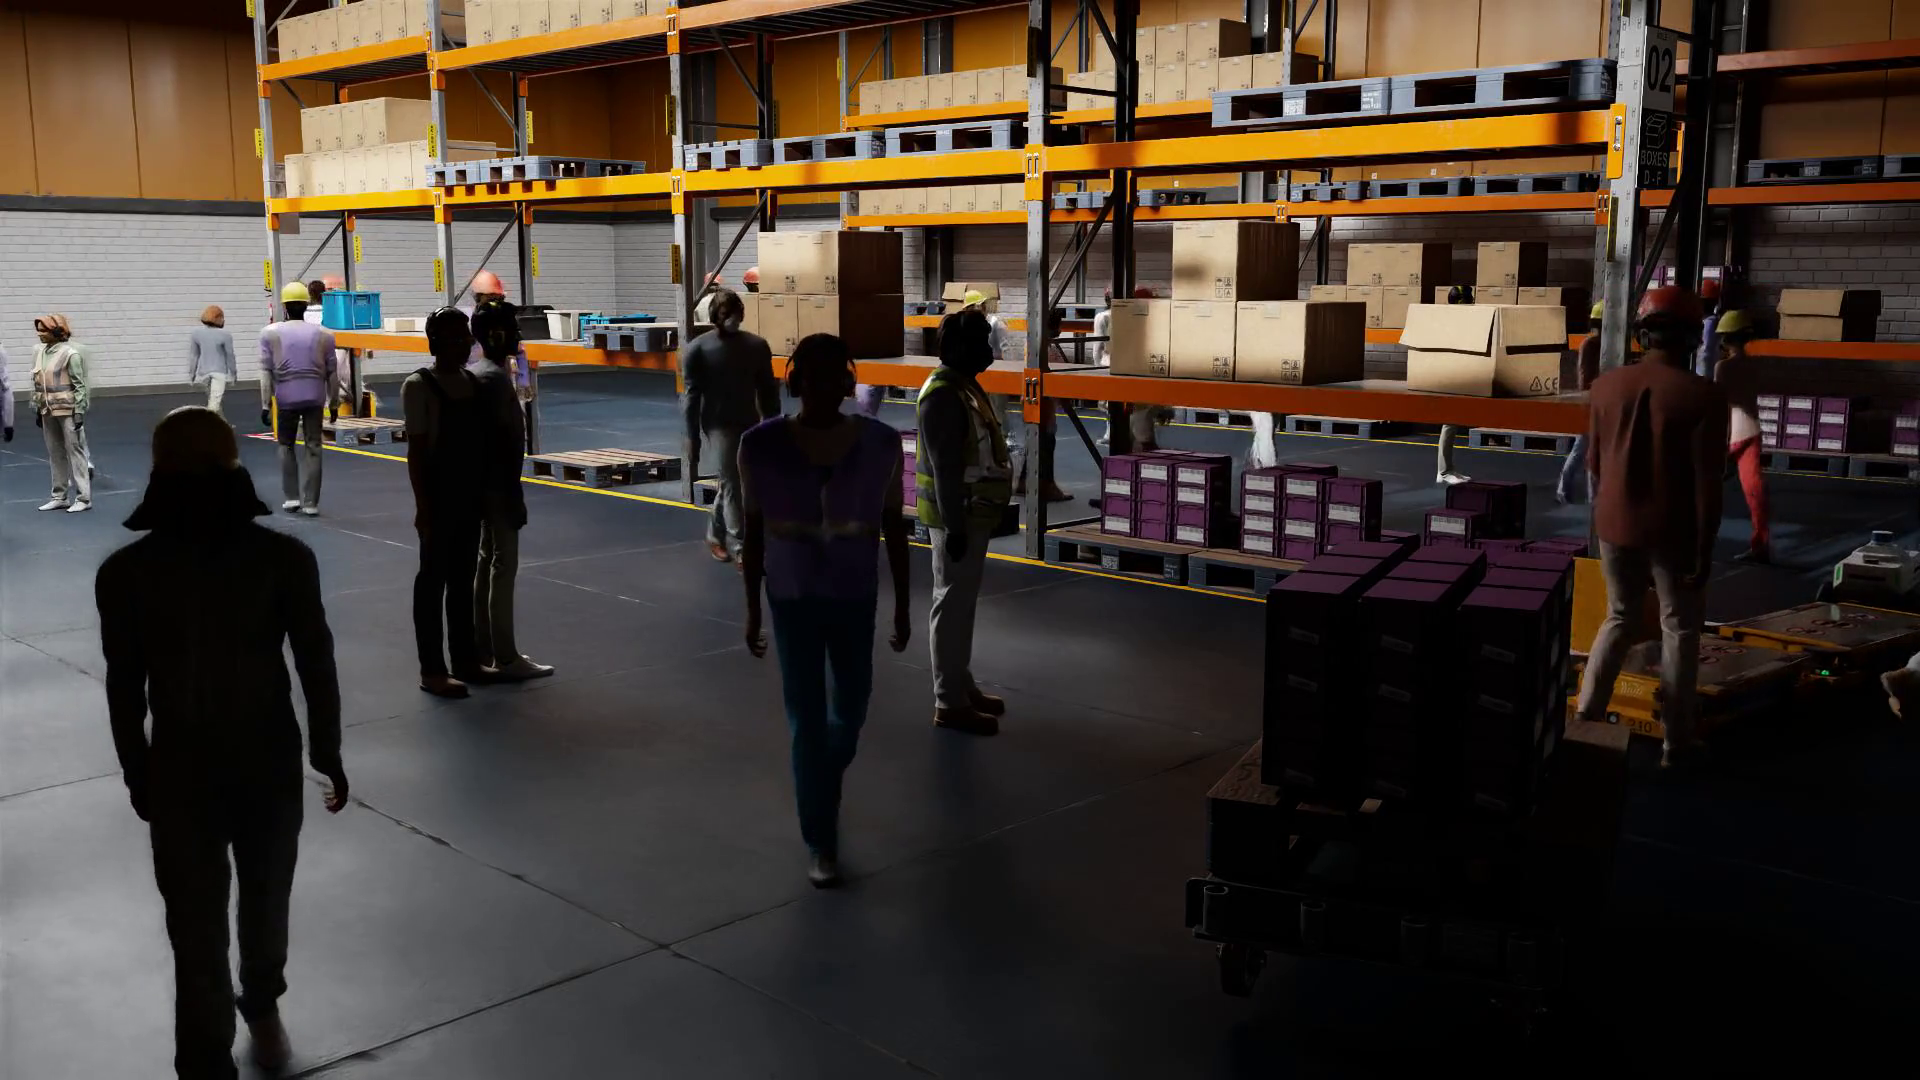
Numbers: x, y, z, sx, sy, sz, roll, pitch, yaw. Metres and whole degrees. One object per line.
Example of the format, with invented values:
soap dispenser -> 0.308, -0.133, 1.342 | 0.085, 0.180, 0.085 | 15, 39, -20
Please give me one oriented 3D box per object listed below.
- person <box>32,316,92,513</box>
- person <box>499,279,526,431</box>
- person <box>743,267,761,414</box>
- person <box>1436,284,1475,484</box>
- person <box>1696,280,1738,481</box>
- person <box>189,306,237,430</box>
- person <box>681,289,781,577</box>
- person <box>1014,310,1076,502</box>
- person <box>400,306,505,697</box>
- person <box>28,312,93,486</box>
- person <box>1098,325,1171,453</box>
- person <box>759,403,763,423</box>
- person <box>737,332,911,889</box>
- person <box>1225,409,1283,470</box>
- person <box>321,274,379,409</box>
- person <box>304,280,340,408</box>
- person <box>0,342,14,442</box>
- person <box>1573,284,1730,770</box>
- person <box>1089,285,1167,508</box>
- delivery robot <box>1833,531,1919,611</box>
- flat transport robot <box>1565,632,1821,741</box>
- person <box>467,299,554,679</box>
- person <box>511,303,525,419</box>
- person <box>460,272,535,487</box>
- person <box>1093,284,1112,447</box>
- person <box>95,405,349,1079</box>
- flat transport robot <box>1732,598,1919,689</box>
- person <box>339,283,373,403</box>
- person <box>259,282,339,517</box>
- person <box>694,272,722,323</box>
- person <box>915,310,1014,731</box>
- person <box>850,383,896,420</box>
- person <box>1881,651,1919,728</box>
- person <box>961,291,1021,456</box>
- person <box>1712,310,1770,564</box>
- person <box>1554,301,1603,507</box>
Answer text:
person -> -7.488, -1.044, 13.839 | 0.522, 1.638, 0.310 | 4, 10, 21
person -> -5.878, -2.297, 20.718 | 0.878, 1.913, 0.551 | 3, 10, 15
person -> -2.380, -2.169, 19.506 | 0.390, 2.041, 0.614 | 4, 10, 23
person -> 4.698, -1.467, 15.710 | 0.317, 1.876, 0.531 | 4, 10, 22
person -> 6.933, -1.435, 15.374 | 0.541, 1.918, 0.565 | 4, 10, 22
person -> -8.692, -1.934, 19.460 | 0.511, 1.575, 0.859 | 1, 9, 5
person -> -1.546, -0.729, 11.166 | 0.643, 1.900, 1.008 | -7, 12, -37
person -> 0.726, -1.185, 14.600 | 0.589, 1.675, 0.552 | 4, 10, 22
person -> -2.430, -0.190, 7.972 | 0.351, 1.846, 0.506 | 4, 10, 24
person -> -8.352, -1.296, 15.438 | 0.361, 1.620, 0.511 | 6, 11, 34
person -> 1.596, -1.296, 14.691 | 0.650, 1.869, 0.807 | -4, 10, -24
person -> -2.497, -2.427, 21.458 | 0.427, 1.922, 0.777 | -1, 9, -5
person -> -0.471, 0.190, 5.725 | 0.571, 1.822, 0.834 | -2, 9, -11
person -> 2.716, -1.257, 14.346 | 0.764, 1.888, 0.922 | -4, 10, -23
person -> -8.364, -2.616, 22.523 | 0.975, 1.964, 0.628 | -8, 12, -40
person -> -8.160, -2.335, 21.012 | 0.598, 1.885, 0.903 | 5, 10, 27
person -> -7.434, -0.893, 12.413 | 0.636, 1.820, 0.751 | -8, 12, -40
person -> 2.771, -0.040, 6.713 | 0.634, 1.966, 0.638 | -7, 12, -38
person -> 1.533, -1.143, 13.705 | 0.978, 1.898, 0.546 | 5, 11, 29
delivery robot -> 5.140, 0.190, 9.302 | 0.477, 0.478, 0.707 | 7, 12, 38
flat transport robot -> 3.341, 0.650, 7.637 | 1.431, 0.197, 0.652 | -8, 12, -42
person -> -2.275, -0.248, 8.253 | 0.327, 1.874, 0.519 | -6, 11, -33
person -> -5.319, -1.992, 19.707 | 0.411, 1.635, 0.531 | 7, 12, 38
person -> -4.219, -1.419, 15.086 | 0.615, 1.986, 1.032 | -9, 13, -43
person -> 1.767, -1.944, 18.685 | 0.583, 1.864, 0.712 | -5, 11, -29
person -> -1.728, 0.540, 3.934 | 0.504, 1.703, 0.891 | -5, 10, -27
flat transport robot -> 4.493, 0.510, 8.497 | 1.431, 0.197, 0.652 | -7, 11, -36
person -> -9.011, -2.902, 24.764 | 0.657, 1.810, 0.404 | 5, 11, 29
person -> -5.445, -1.157, 13.700 | 0.625, 1.903, 0.685 | -5, 10, -28
person -> -3.295, -2.580, 22.231 | 0.646, 1.971, 0.743 | 1, 9, 6
person -> 0.023, -0.091, 7.383 | 0.429, 1.844, 0.627 | 1, 9, 8
person -> -0.876, -1.633, 16.717 | 0.650, 1.877, 0.833 | -9, 13, -43
person -> 4.421, -0.056, 7.240 | 0.798, 1.821, 0.629 | -1, 9, -8
person -> 0.329, -1.801, 18.049 | 0.737, 1.788, 0.416 | 7, 12, 38
person -> 5.304, -0.718, 11.568 | 0.546, 1.726, 0.854 | -6, 11, -32
person -> 5.357, -1.138, 14.134 | 0.536, 1.780, 0.517 | -8, 12, -40
